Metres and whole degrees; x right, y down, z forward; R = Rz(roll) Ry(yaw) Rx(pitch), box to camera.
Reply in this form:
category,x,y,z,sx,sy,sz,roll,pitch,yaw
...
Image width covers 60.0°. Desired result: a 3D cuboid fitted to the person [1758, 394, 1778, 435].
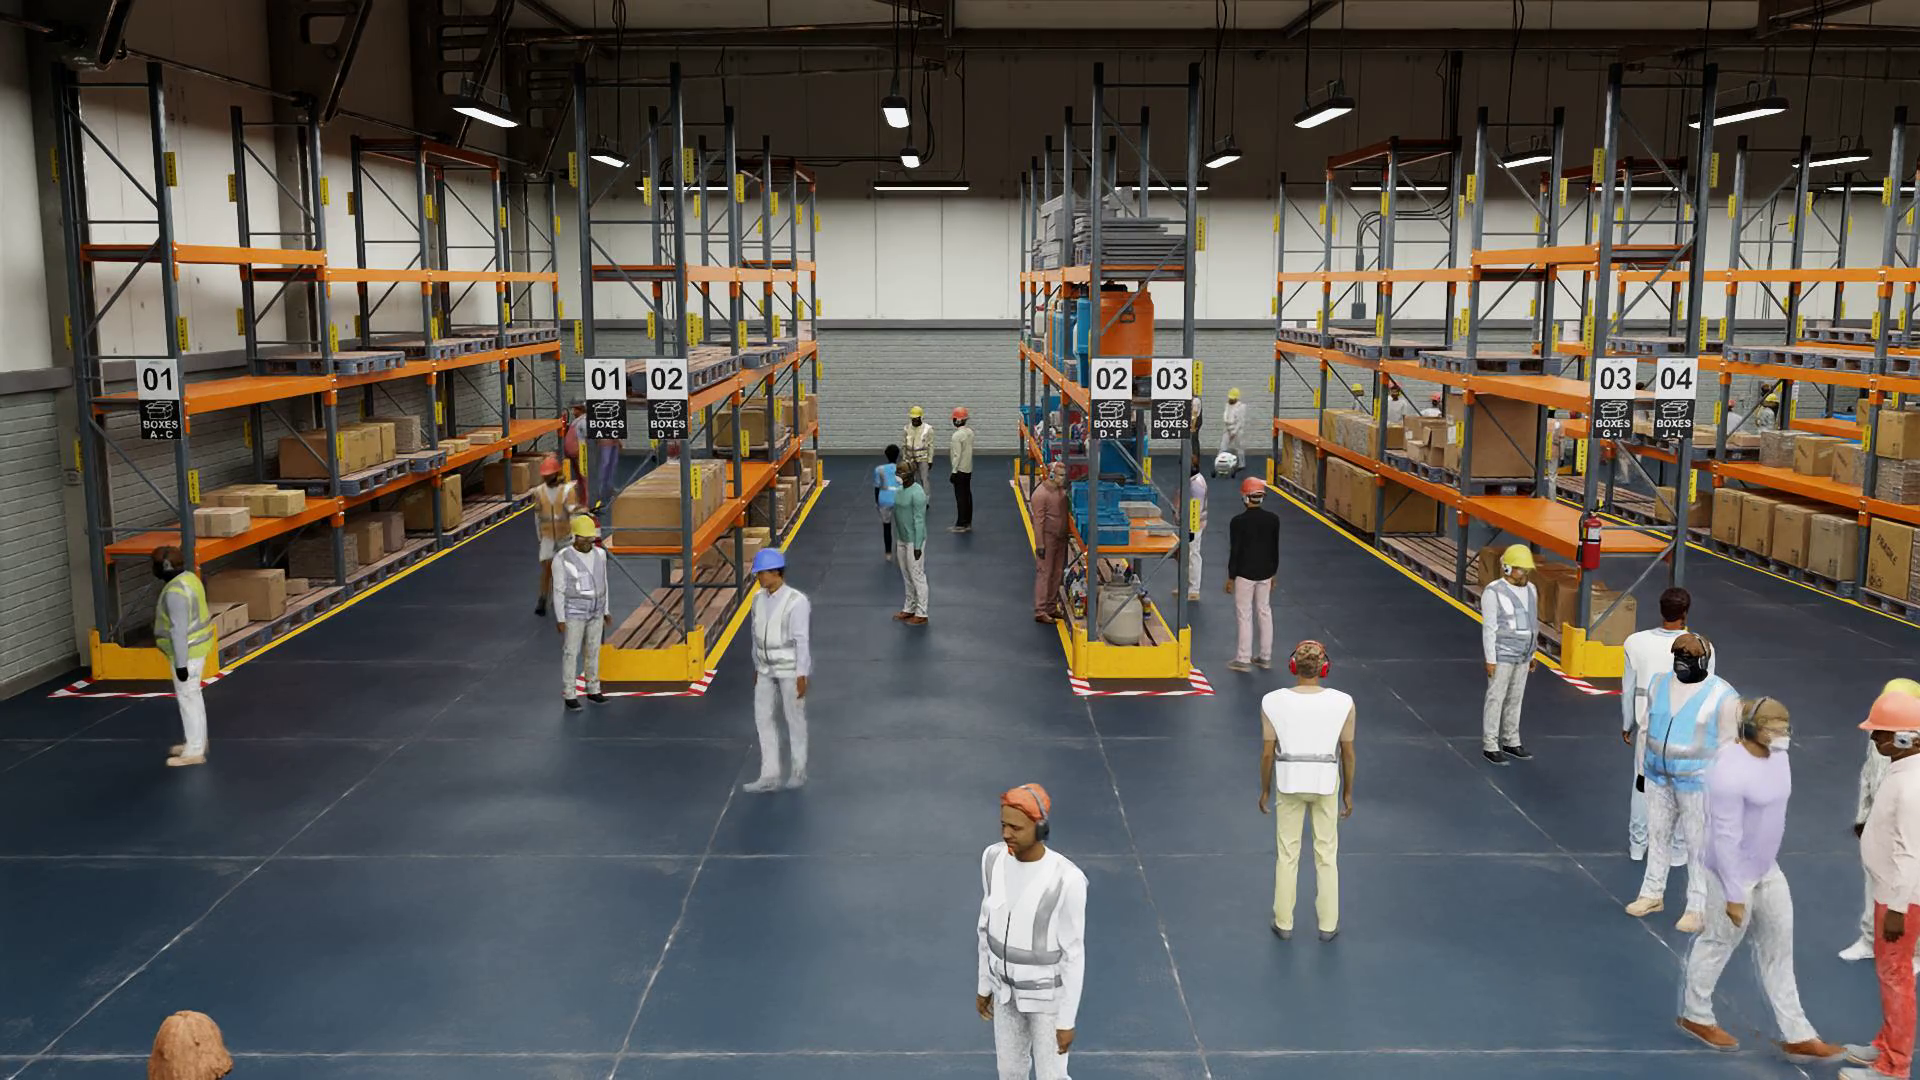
category,x,y,z,sx,sy,sz,roll,pitch,yaw
person,16.296,-2.088,33.569,0.317,1.733,0.490,0,9,1

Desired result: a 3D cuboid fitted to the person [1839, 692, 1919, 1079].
category,x,y,z,sx,sy,sz,roll,pitch,yaw
person,4.615,1.726,8.233,0.413,1.984,0.623,4,10,25

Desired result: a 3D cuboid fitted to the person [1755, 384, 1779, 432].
category,x,y,z,sx,sy,sz,roll,pitch,yaw
person,16.971,-2.364,35.030,0.429,1.837,0.627,1,9,4

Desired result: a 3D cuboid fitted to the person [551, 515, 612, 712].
category,x,y,z,sx,sy,sz,roll,pitch,yaw
person,-3.504,0.671,15.506,0.403,1.827,0.600,8,12,41

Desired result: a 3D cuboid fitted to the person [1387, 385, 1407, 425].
category,x,y,z,sx,sy,sz,roll,pitch,yaw
person,8.983,-2.273,34.363,0.509,1.862,0.321,9,12,44

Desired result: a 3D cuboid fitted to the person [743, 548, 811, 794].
category,x,y,z,sx,sy,sz,roll,pitch,yaw
person,-1.393,1.022,12.964,0.713,1.917,0.582,6,11,35

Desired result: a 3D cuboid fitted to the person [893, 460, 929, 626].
category,x,y,z,sx,sy,sz,roll,pitch,yaw
person,-0.579,0.027,19.344,0.379,1.931,0.625,-4,10,-26

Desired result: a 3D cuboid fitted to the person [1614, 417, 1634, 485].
category,x,y,z,sx,sy,sz,roll,pitch,yaw
person,13.023,-1.910,32.813,0.570,1.600,0.713,-3,9,-18

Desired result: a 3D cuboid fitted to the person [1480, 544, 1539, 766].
category,x,y,z,sx,sy,sz,roll,pitch,yaw
person,4.564,0.939,13.767,0.589,1.834,0.404,-6,10,-33

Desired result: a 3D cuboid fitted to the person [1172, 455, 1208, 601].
category,x,y,z,sx,sy,sz,roll,pitch,yaw
person,2.874,-0.161,20.832,0.429,1.841,0.625,0,9,0

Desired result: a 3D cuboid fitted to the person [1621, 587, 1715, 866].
category,x,y,z,sx,sy,sz,roll,pitch,yaw
person,4.822,1.271,11.358,0.594,1.919,0.388,6,11,34

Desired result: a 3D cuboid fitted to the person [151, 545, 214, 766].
category,x,y,z,sx,sy,sz,roll,pitch,yaw
person,-6.416,0.945,13.755,0.433,1.833,0.653,-2,9,-12

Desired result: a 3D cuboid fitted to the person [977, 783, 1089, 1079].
category,x,y,z,sx,sy,sz,roll,pitch,yaw
person,0.294,1.951,7.115,0.573,1.880,0.359,9,12,44

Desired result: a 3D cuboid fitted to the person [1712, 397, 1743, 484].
category,x,y,z,sx,sy,sz,roll,pitch,yaw
person,14.977,-1.926,32.515,0.576,1.733,0.556,1,9,9

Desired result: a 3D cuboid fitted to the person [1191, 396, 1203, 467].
category,x,y,z,sx,sy,sz,roll,pitch,yaw
person,4.996,-2.437,35.481,0.350,1.838,0.504,2,9,10

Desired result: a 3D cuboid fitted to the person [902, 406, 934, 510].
category,x,y,z,sx,sy,sz,roll,pitch,yaw
person,-0.742,-1.421,28.990,0.595,1.824,0.404,4,10,23

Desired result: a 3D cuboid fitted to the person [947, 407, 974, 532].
category,x,y,z,sx,sy,sz,roll,pitch,yaw
person,0.017,-1.121,26.497,0.375,1.997,0.612,4,10,23

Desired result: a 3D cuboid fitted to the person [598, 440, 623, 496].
category,x,y,z,sx,sy,sz,roll,pitch,yaw
person,-6.573,-1.804,31.074,0.363,1.958,0.773,3,9,20

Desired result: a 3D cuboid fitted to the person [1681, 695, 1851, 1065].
category,x,y,z,sx,sy,sz,roll,pitch,yaw
person,4.076,1.733,8.410,0.657,1.907,0.823,-6,11,-35

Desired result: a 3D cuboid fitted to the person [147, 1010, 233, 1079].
category,x,y,z,sx,sy,sz,roll,pitch,yaw
person,-2.472,2.337,5.462,0.501,1.627,0.292,-7,11,-39

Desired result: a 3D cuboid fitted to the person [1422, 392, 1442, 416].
category,x,y,z,sx,sy,sz,roll,pitch,yaw
person,9.017,-1.863,31.603,0.554,1.898,0.620,2,9,13

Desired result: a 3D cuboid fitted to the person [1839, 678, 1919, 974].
category,x,y,z,sx,sy,sz,roll,pitch,yaw
person,5.392,1.638,9.566,0.313,1.741,0.493,-4,10,-23

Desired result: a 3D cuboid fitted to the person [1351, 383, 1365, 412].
category,x,y,z,sx,sy,sz,roll,pitch,yaw
person,8.795,-2.600,36.860,0.321,1.737,0.483,4,10,25

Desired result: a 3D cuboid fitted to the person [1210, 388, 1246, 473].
category,x,y,z,sx,sy,sz,roll,pitch,yaw
person,5.639,-2.258,34.509,0.902,1.773,0.593,-8,12,-41

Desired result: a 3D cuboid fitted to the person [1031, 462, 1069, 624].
category,x,y,z,sx,sy,sz,roll,pitch,yaw
person,1.090,0.024,19.472,0.401,1.896,0.650,6,11,34

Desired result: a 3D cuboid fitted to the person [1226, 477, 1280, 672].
category,x,y,z,sx,sy,sz,roll,pitch,yaw
person,2.989,0.348,17.051,0.622,1.992,0.396,-5,10,-28

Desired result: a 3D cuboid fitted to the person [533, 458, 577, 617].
category,x,y,z,sx,sy,sz,roll,pitch,yaw
person,-4.845,-0.042,19.914,0.556,1.879,0.975,0,9,1

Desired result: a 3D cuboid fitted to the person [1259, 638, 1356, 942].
category,x,y,z,sx,sy,sz,roll,pitch,yaw
person,2.085,1.515,10.015,0.563,1.848,0.389,1,9,9

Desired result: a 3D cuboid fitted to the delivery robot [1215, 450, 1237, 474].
category,x,y,z,sx,sy,sz,roll,pitch,yaw
delivery robot,5.414,-1.599,33.878,0.477,0.478,0.707,3,10,19

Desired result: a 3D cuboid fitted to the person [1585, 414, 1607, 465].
category,x,y,z,sx,sy,sz,roll,pitch,yaw
person,13.814,-2.508,35.868,0.667,1.865,0.695,2,9,13

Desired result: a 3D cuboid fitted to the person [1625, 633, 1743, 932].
category,x,y,z,sx,sy,sz,roll,pitch,yaw
person,4.458,1.478,10.278,0.429,1.844,0.627,-7,11,-36

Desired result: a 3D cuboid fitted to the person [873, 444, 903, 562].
category,x,y,z,sx,sy,sz,roll,pitch,yaw
person,-0.964,-0.524,23.683,0.530,1.682,0.407,-1,9,-5

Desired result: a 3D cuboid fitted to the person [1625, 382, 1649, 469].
category,x,y,z,sx,sy,sz,roll,pitch,yaw
person,14.409,-2.435,35.416,0.517,1.857,0.342,7,11,37

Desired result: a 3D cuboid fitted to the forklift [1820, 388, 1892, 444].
category,x,y,z,sx,sy,sz,roll,pitch,yaw
forklift,20.072,-3.110,36.462,1.873,2.768,1.129,0,9,0

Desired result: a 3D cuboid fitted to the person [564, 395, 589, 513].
category,x,y,z,sx,sy,sz,roll,pitch,yaw
person,-6.565,-1.486,28.705,0.536,2.000,0.688,-5,10,-27
